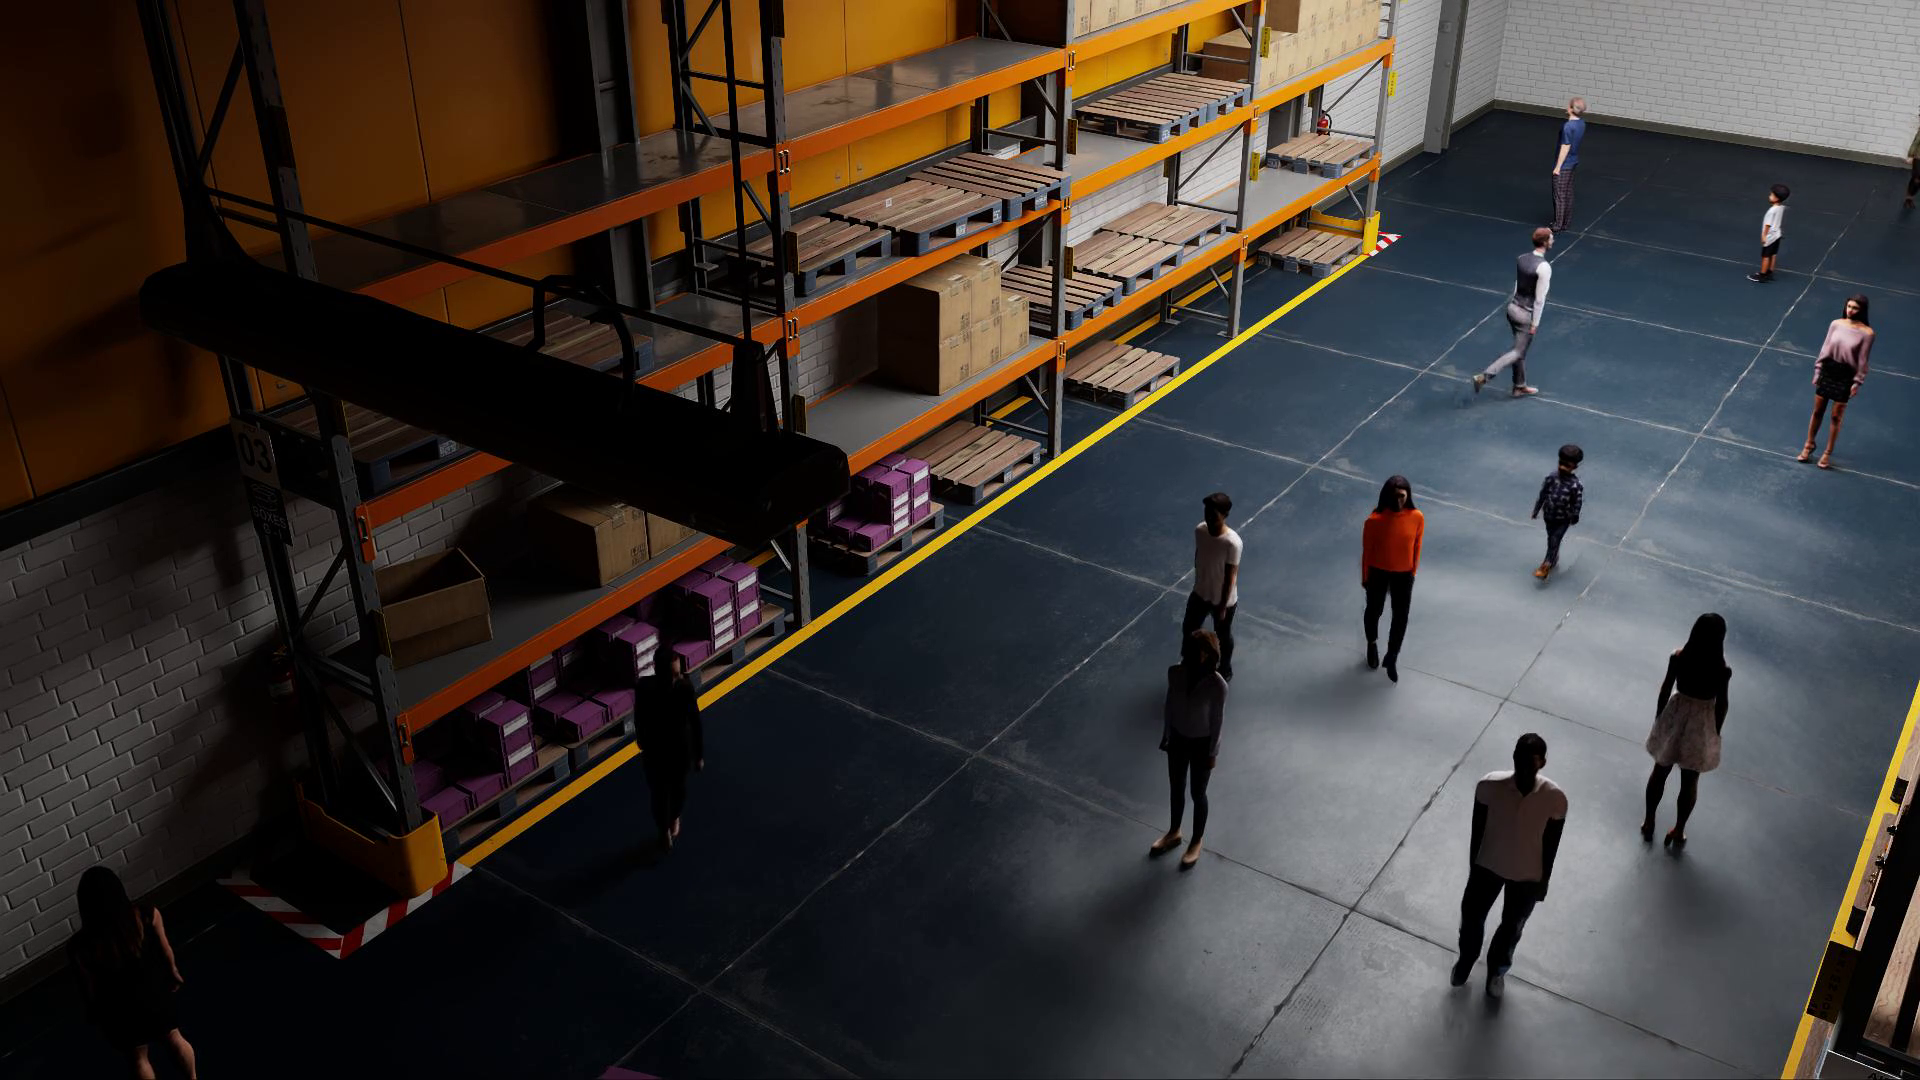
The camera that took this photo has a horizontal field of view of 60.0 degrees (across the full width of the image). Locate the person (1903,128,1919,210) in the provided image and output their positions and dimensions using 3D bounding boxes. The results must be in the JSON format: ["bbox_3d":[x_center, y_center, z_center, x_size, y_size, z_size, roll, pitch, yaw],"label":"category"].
[{"bbox_3d":[13.874,-5.518,23.989,0.711,1.460,0.746,4,29,7],"label":"person"}]

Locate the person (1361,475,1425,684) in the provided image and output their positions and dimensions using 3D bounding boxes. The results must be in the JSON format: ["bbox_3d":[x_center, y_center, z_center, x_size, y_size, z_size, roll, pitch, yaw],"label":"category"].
[{"bbox_3d":[3.370,0.229,13.167,0.794,1.733,0.856,1,29,1],"label":"person"}]

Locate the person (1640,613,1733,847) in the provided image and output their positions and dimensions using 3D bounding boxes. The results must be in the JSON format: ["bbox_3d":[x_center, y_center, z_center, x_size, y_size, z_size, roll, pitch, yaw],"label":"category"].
[{"bbox_3d":[4.891,1.277,11.204,0.631,1.774,0.611,18,34,30],"label":"person"}]

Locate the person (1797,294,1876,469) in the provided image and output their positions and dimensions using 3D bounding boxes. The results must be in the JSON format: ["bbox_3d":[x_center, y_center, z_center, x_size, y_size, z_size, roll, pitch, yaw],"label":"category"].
[{"bbox_3d":[8.645,-1.568,16.382,0.620,1.810,0.680,-22,35,-34],"label":"person"}]

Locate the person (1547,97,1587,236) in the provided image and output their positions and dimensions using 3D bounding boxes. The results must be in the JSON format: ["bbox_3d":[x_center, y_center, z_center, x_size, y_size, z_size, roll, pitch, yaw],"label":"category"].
[{"bbox_3d":[8.347,-5.160,22.903,0.754,1.871,0.540,25,37,38],"label":"person"}]

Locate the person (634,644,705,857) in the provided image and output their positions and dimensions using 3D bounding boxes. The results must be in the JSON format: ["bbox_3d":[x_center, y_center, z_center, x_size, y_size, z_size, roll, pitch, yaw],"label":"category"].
[{"bbox_3d":[-1.971,1.389,11.109,0.781,1.668,0.842,1,29,2],"label":"person"}]

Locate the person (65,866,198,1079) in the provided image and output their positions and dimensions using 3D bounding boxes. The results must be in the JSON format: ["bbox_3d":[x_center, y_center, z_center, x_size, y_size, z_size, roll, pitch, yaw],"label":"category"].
[{"bbox_3d":[-4.481,2.495,9.031,0.604,1.716,0.768,-24,37,-37],"label":"person"}]

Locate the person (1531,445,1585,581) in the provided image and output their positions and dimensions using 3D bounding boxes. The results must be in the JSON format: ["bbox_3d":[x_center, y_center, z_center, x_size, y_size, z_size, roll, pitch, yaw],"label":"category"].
[{"bbox_3d":[5.287,-0.270,14.618,0.842,1.220,0.595,-24,37,-37],"label":"person"}]

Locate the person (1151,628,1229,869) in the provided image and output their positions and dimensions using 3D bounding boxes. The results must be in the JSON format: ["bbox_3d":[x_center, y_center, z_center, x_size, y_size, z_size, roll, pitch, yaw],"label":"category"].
[{"bbox_3d":[1.538,1.356,11.037,0.604,1.796,0.529,22,36,35],"label":"person"}]

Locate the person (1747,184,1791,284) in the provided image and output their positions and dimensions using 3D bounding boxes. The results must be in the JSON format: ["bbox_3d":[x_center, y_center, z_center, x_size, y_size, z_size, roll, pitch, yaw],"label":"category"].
[{"bbox_3d":[10.403,-3.935,21.302,0.468,1.253,0.590,-23,36,-35],"label":"person"}]

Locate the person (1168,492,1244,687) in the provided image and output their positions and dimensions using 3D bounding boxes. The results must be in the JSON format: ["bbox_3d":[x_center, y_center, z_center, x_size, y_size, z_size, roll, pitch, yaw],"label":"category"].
[{"bbox_3d":[2.040,0.382,12.923,0.890,1.699,0.749,-24,37,-37],"label":"person"}]

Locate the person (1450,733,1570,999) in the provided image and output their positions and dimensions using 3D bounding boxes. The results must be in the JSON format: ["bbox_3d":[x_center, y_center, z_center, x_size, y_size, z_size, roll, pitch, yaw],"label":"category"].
[{"bbox_3d":[3.302,1.906,9.968,0.734,1.853,0.699,11,30,19],"label":"person"}]

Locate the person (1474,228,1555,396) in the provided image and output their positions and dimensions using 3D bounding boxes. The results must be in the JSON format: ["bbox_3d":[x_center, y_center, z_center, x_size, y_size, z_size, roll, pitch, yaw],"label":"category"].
[{"bbox_3d":[5.940,-2.383,17.777,1.205,1.904,1.095,-8,30,-15],"label":"person"}]
